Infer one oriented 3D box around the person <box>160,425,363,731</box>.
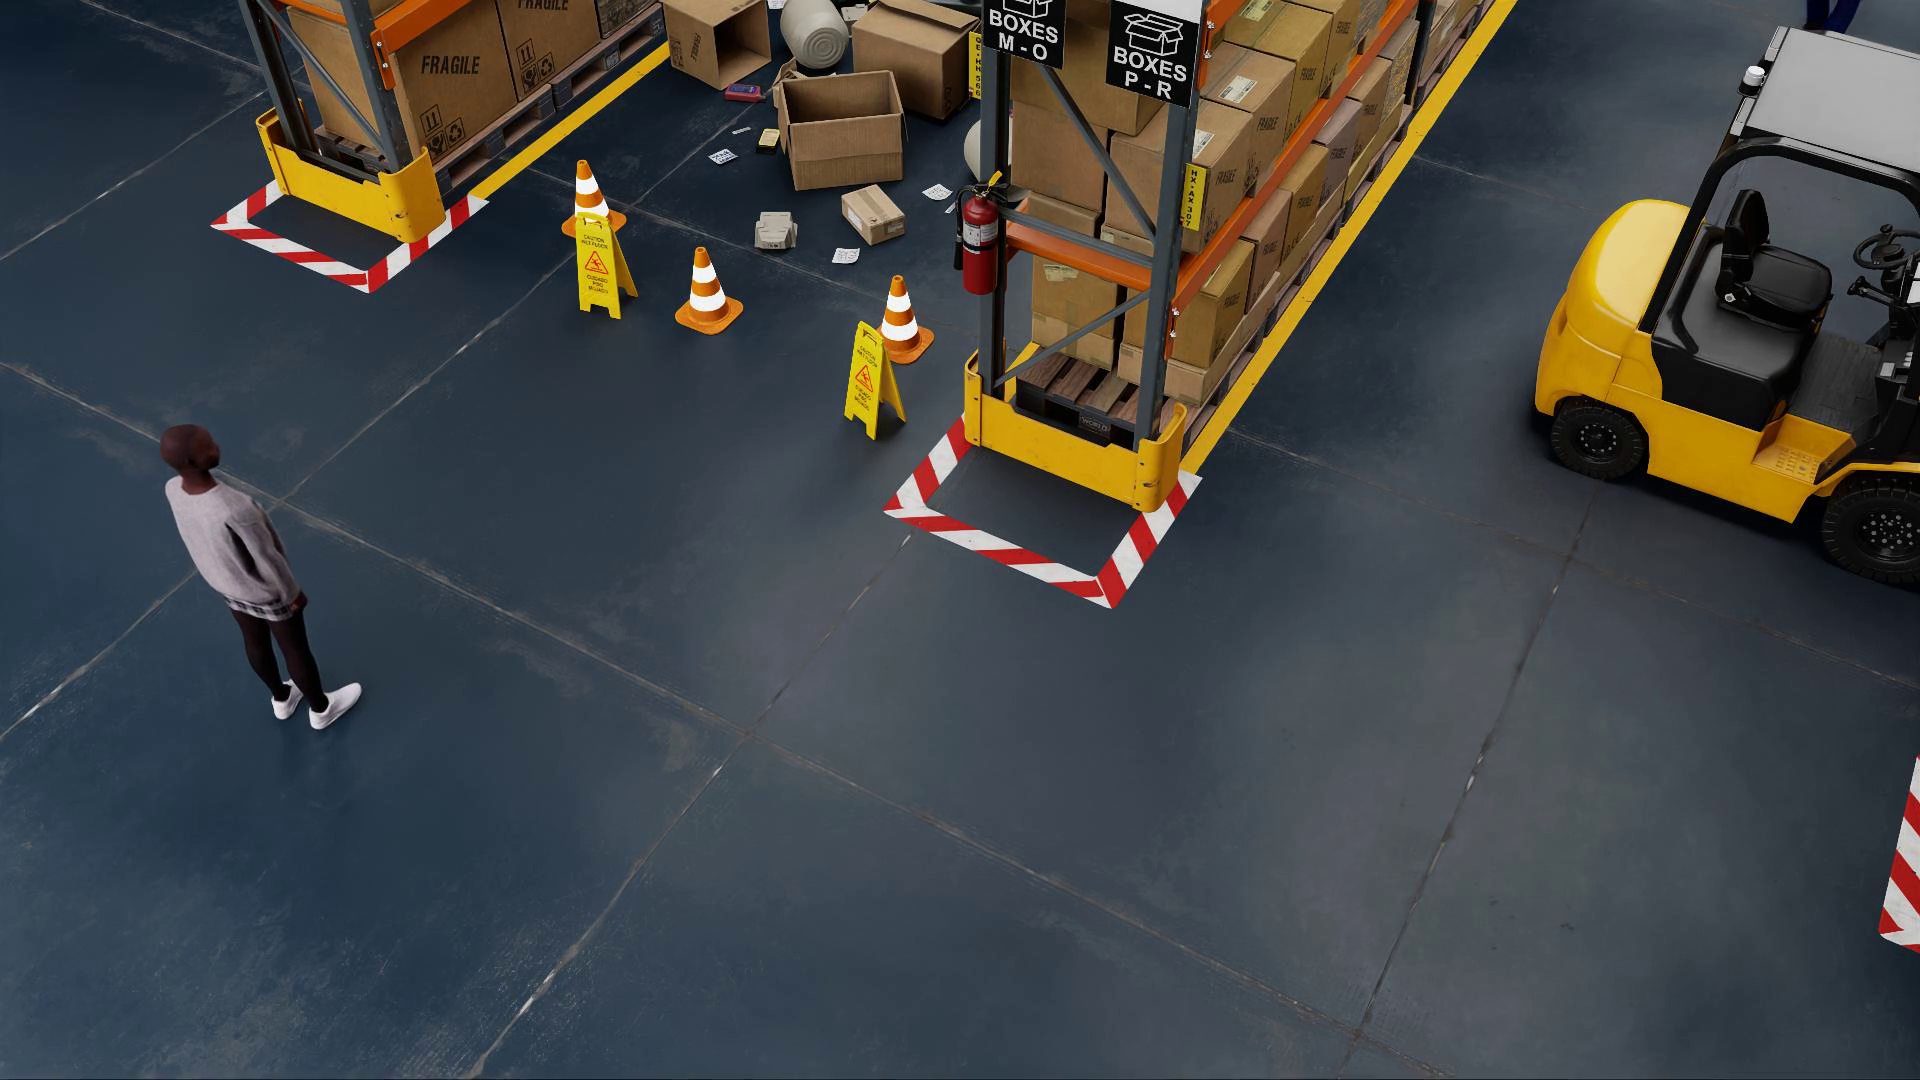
[{"bbox_3d":[-3.078,0.186,7.192,0.632,1.772,0.563,18,50,16],"label":"person"}]
